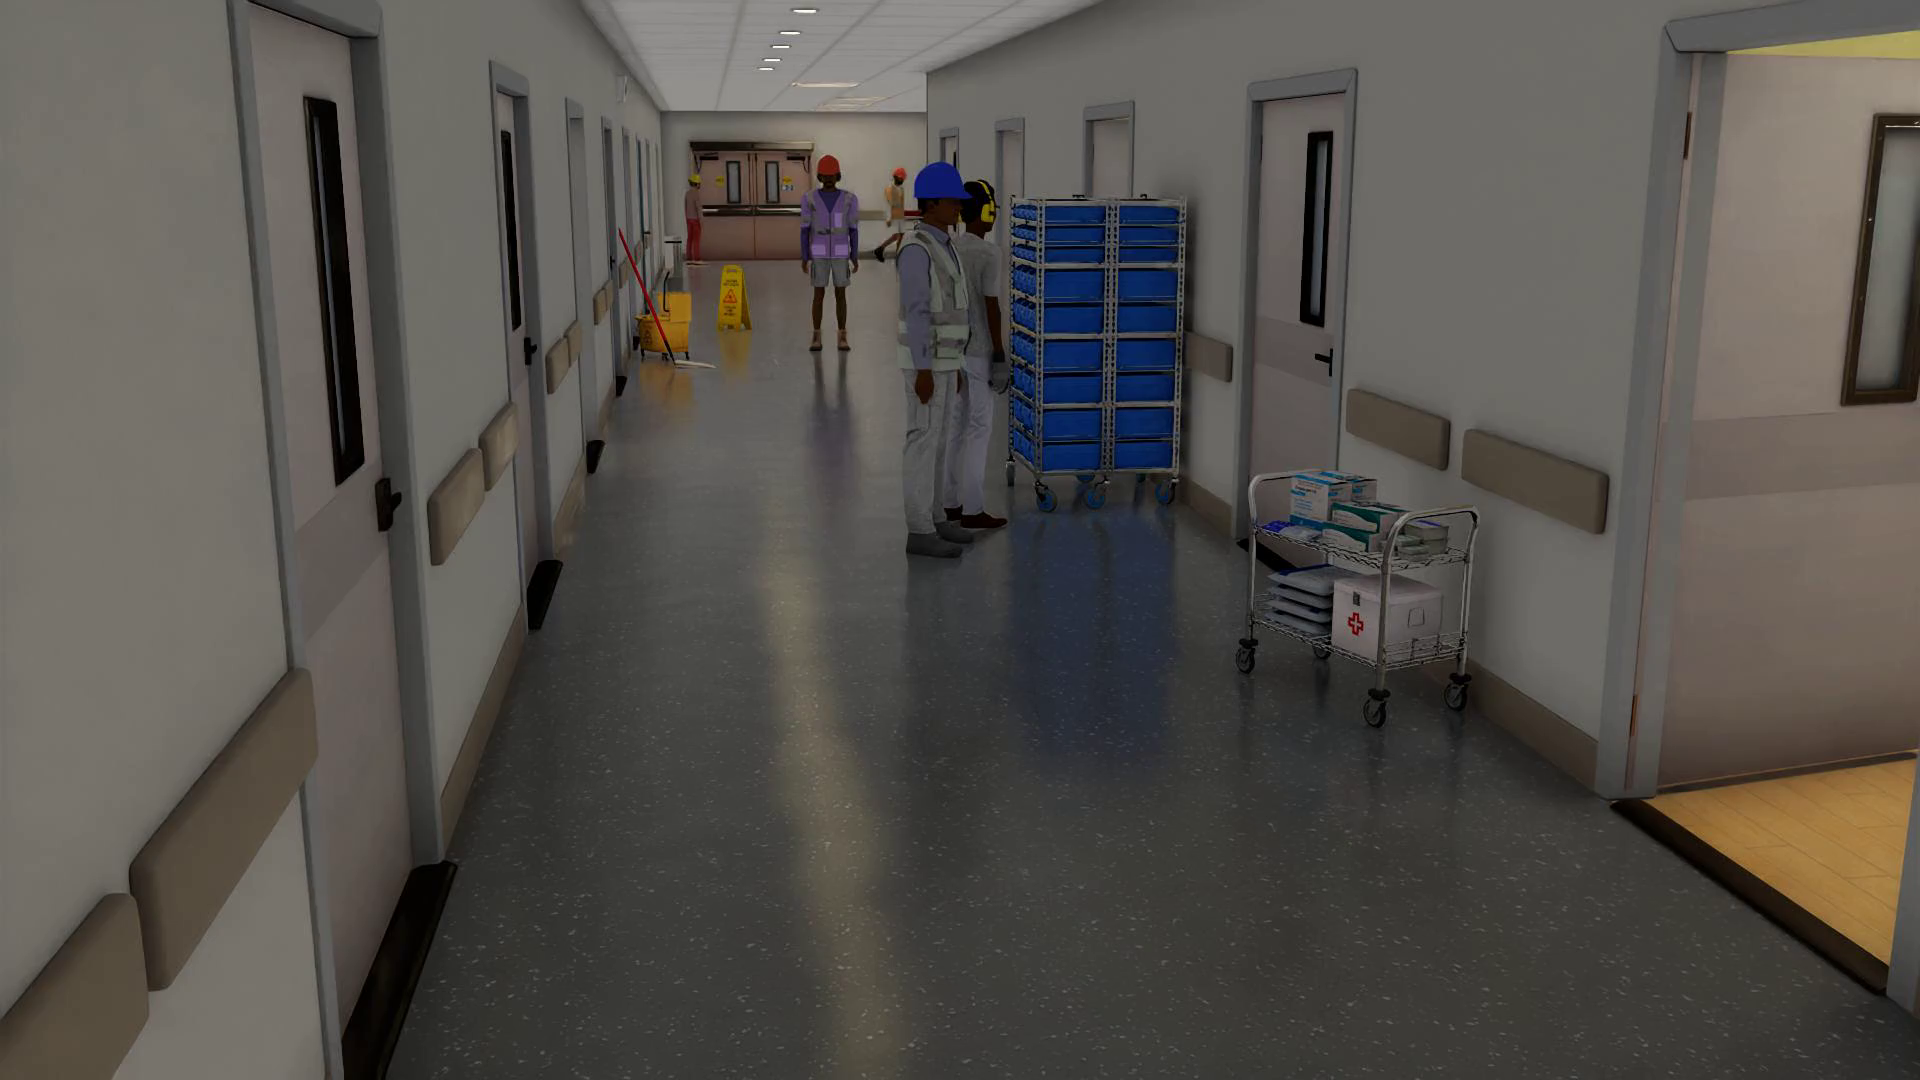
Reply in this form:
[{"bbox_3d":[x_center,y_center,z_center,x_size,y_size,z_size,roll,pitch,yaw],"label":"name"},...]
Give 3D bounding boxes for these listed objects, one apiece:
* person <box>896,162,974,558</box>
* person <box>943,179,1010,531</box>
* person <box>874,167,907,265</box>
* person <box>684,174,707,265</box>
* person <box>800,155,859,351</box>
[{"bbox_3d":[-0.126,-0.897,8.341,0.387,1.948,0.602,3,13,13],"label":"person"},{"bbox_3d":[0.063,-0.984,8.934,0.330,1.862,0.504,-9,15,-34],"label":"person"},{"bbox_3d":[-1.312,-6.306,32.466,0.641,1.902,0.557,6,14,26],"label":"person"},{"bbox_3d":[-5.211,-6.302,32.751,0.327,1.767,0.533,-11,17,-40],"label":"person"},{"bbox_3d":[-1.367,-3.003,17.486,0.614,2.038,0.396,-1,13,-6],"label":"person"}]
